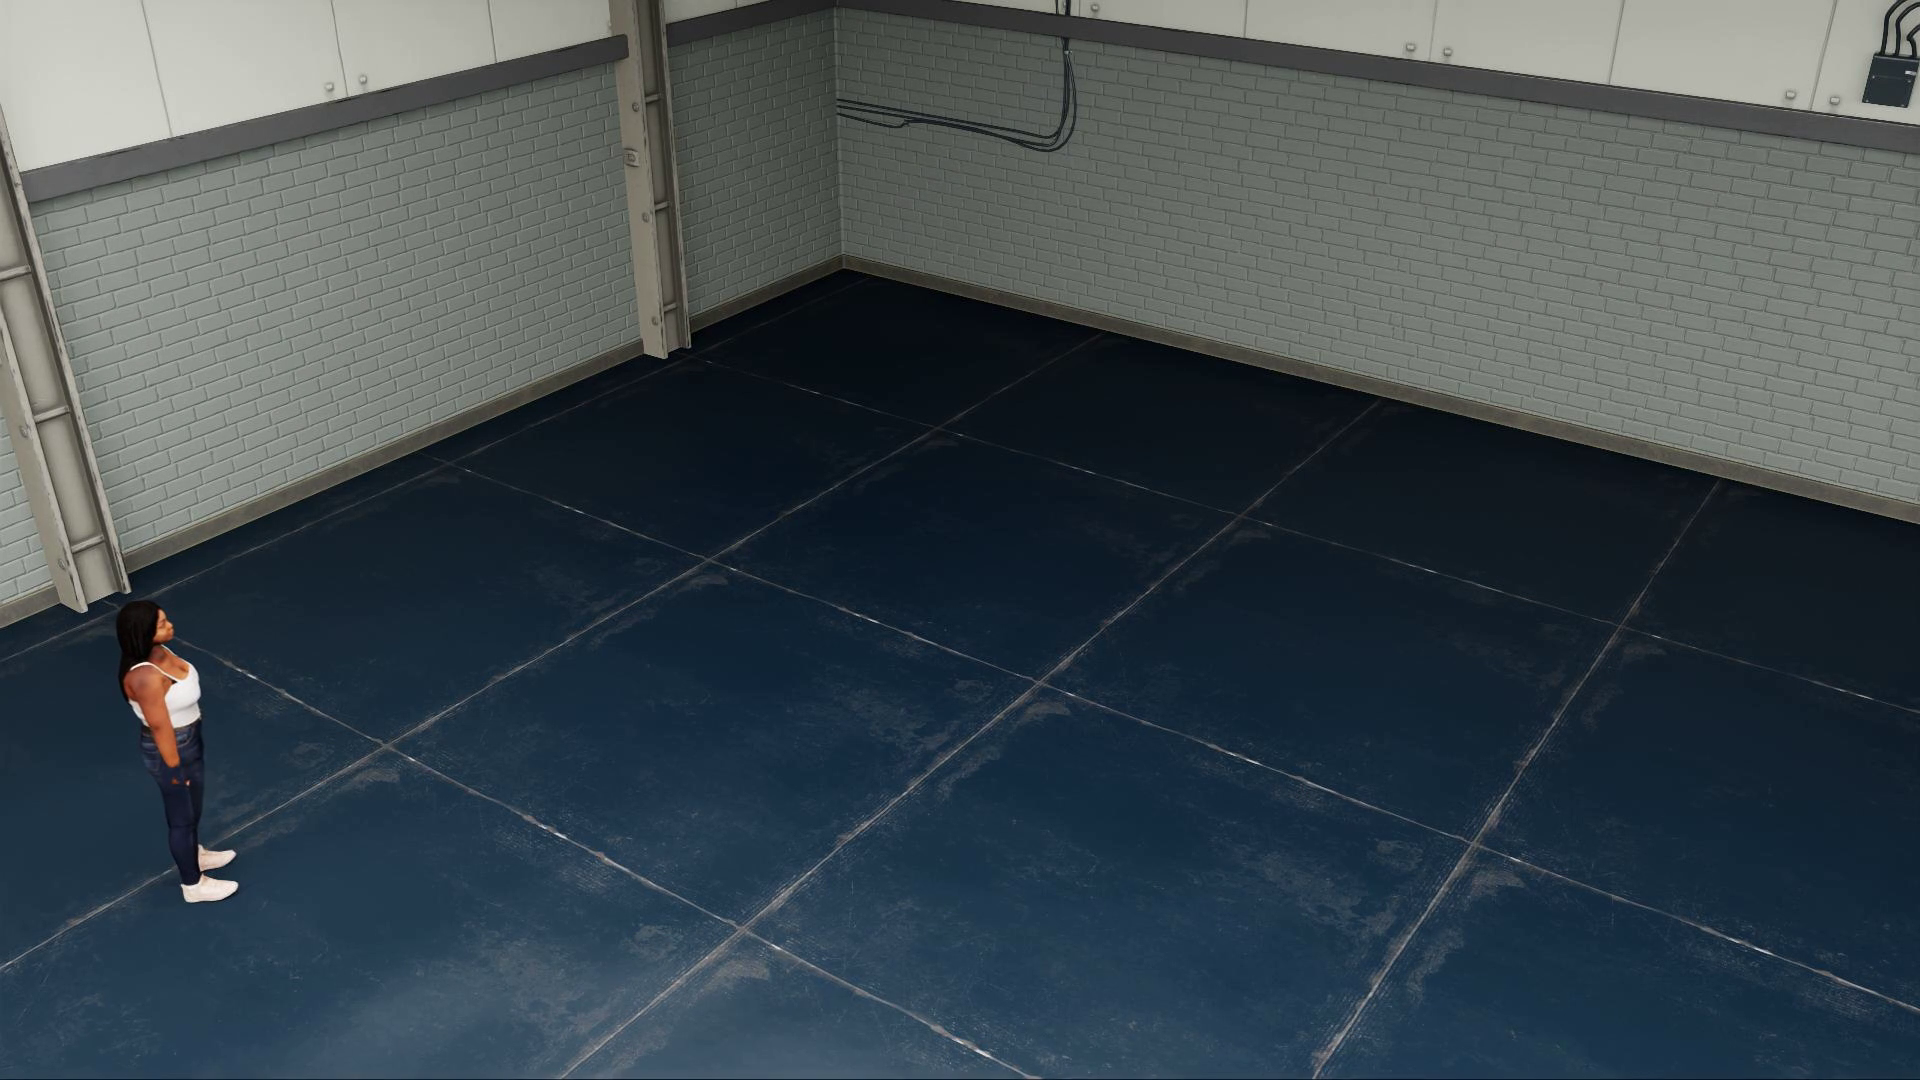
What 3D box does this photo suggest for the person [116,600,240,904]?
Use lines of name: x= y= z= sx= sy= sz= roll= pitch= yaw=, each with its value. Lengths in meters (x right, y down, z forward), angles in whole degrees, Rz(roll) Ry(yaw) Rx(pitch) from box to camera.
person: x=-4.258 y=1.124 z=8.966 sx=0.773 sy=1.810 sz=0.742 roll=-10 pitch=30 yaw=-18
